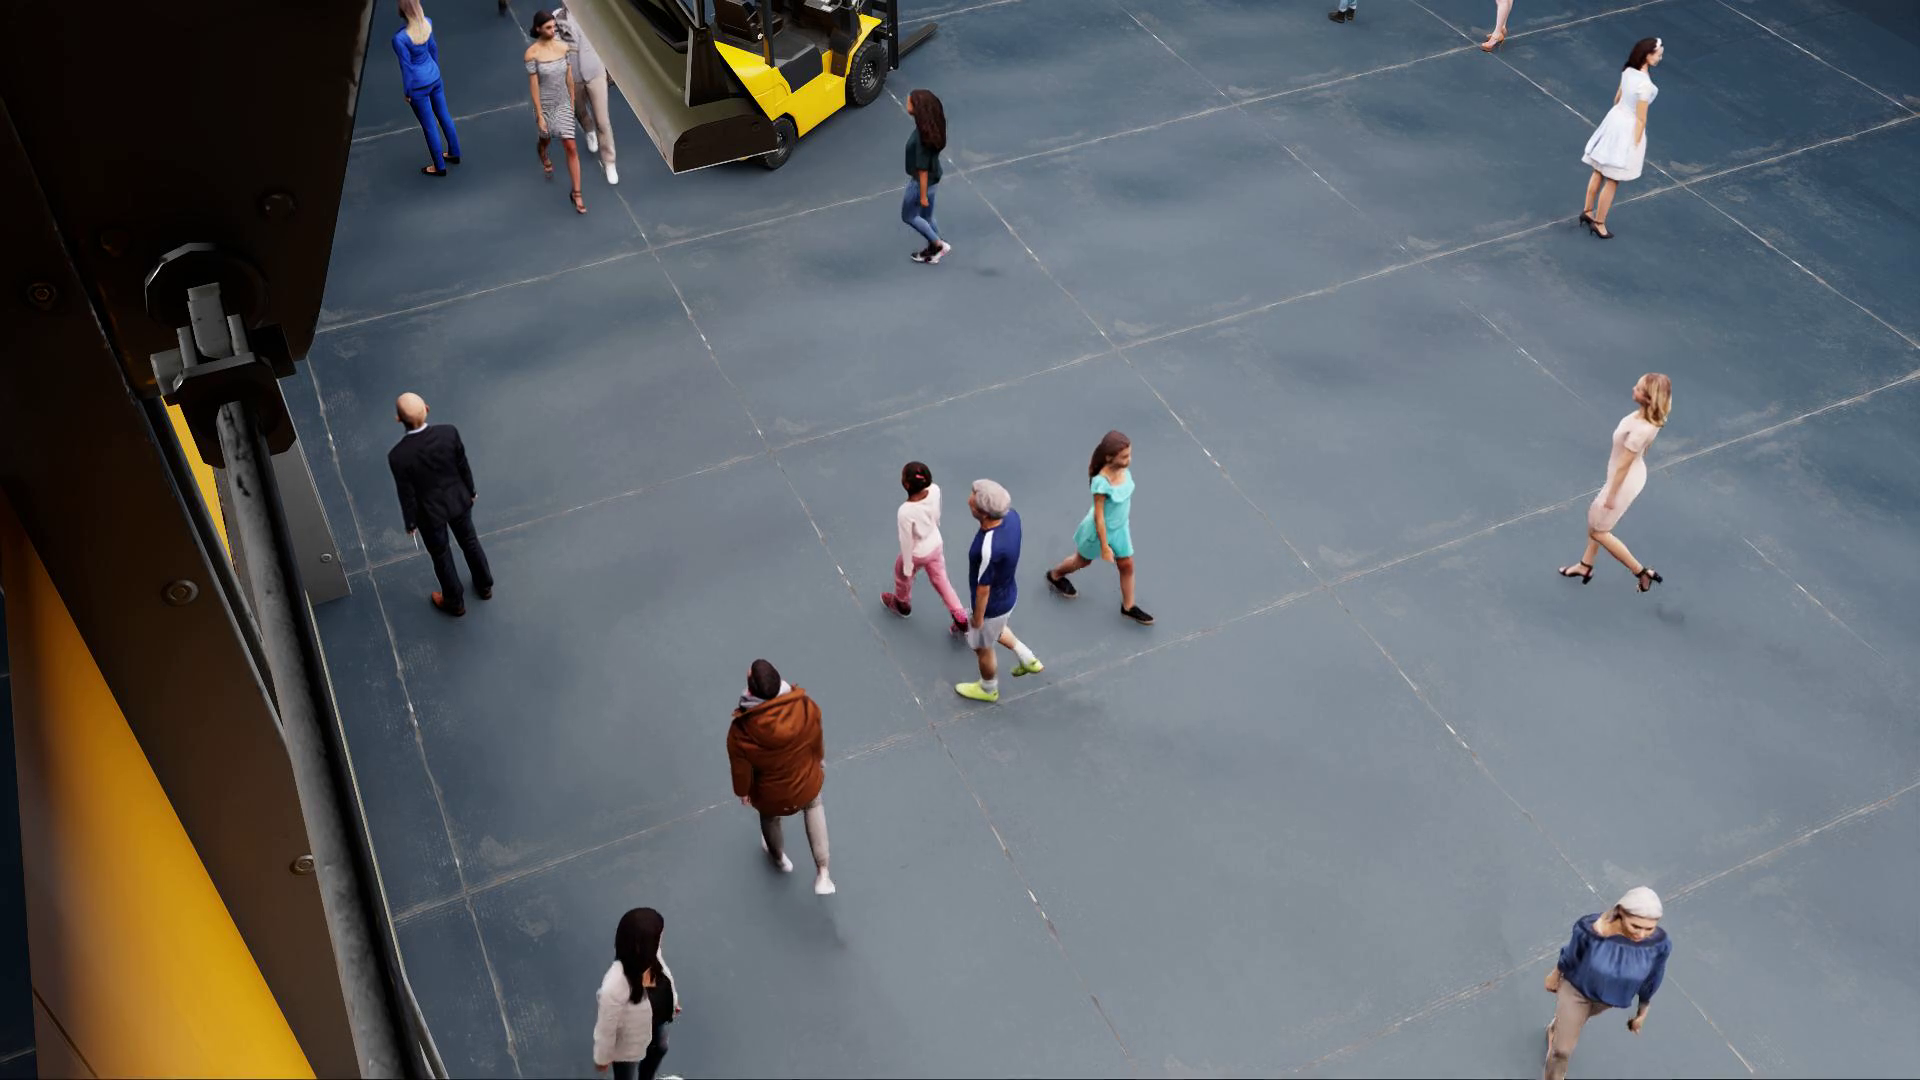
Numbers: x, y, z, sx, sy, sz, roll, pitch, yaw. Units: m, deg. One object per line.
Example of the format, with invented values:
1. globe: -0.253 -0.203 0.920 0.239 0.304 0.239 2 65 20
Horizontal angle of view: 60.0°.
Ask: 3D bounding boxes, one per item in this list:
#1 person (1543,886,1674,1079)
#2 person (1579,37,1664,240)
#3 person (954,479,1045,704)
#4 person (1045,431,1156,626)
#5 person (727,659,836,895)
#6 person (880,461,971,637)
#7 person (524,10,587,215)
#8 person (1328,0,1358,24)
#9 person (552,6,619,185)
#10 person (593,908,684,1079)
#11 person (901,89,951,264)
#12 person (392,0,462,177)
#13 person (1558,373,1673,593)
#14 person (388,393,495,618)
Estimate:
1. person: 3.194 2.191 8.409 0.909 1.670 1.031 5 44 6
2. person: 5.644 -3.431 14.208 0.846 1.811 0.755 -5 44 -6
3. person: 0.280 0.362 10.218 0.919 1.823 0.877 9 44 9
4. person: 0.879 -0.103 10.921 1.114 1.527 0.859 28 50 26
5. person: -0.947 1.350 9.180 0.688 1.825 0.893 -18 46 -18
6. person: -0.190 0.078 10.805 1.068 1.426 0.809 34 53 31
7. person: -3.625 -3.801 14.622 0.716 1.777 1.154 -23 48 -22
8. person: 4.100 -5.996 17.348 0.498 1.194 0.492 -23 48 -23
9. person: -3.415 -4.259 15.067 0.896 1.826 1.232 -6 44 -7
10. person: -1.655 2.418 8.213 0.854 1.612 0.835 27 50 25
11. person: -0.214 -2.991 13.895 0.802 1.607 0.735 8 44 8
12. person: -4.820 -4.110 15.001 0.753 1.701 0.706 17 46 17
13. person: 4.440 -0.315 10.936 0.975 1.814 0.813 27 50 26
14. person: -3.394 -0.232 10.859 0.742 1.801 0.701 -33 53 -30
